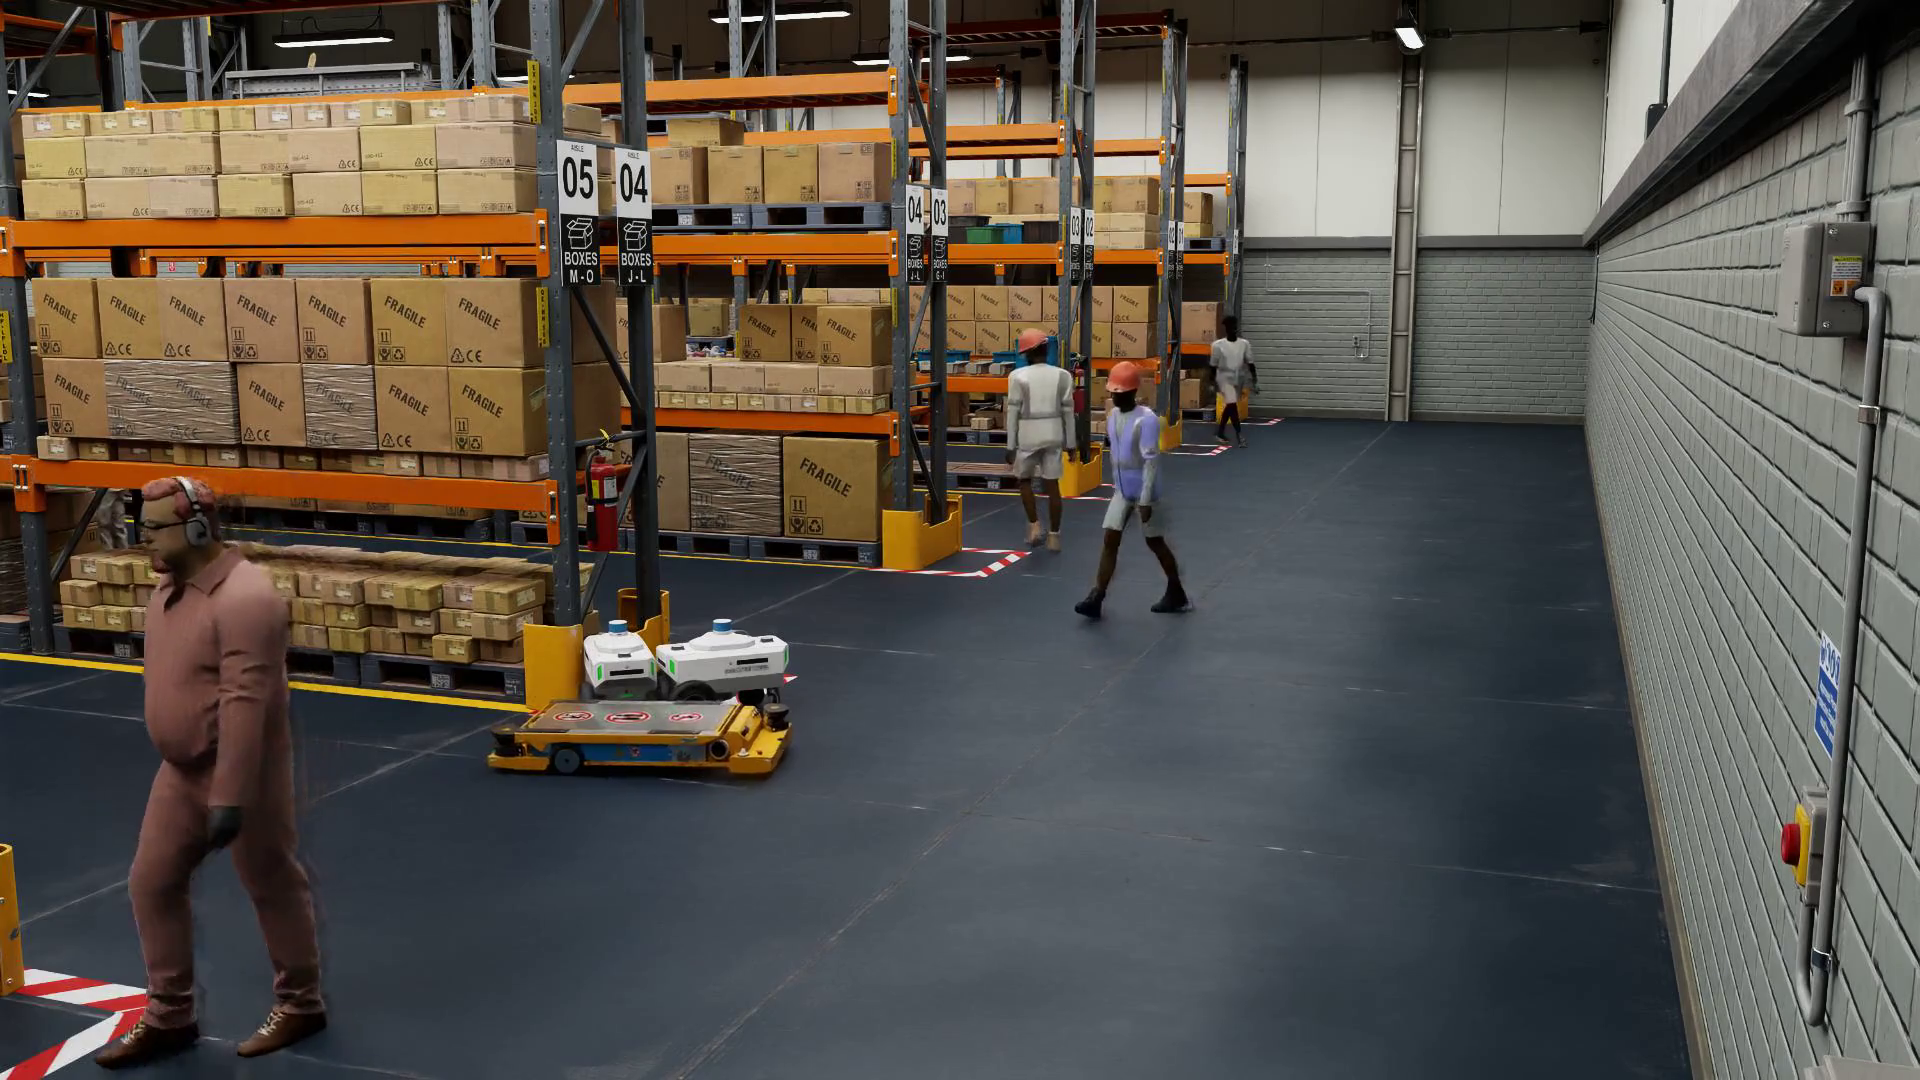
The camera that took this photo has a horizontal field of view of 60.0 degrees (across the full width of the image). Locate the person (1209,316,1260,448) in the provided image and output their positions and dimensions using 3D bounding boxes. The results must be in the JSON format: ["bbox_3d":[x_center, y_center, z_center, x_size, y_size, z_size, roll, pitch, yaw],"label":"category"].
[{"bbox_3d":[3.969,-2.313,24.223,0.716,1.902,1.024,-3,10,-17],"label":"person"}]

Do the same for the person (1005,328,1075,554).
[{"bbox_3d":[0.711,-0.892,14.973,0.675,2.005,0.669,-2,9,-13],"label":"person"}]

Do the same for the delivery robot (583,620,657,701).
[{"bbox_3d":[-1.912,0.693,9.327,0.477,0.478,0.707,-3,10,-18],"label":"delivery robot"}]

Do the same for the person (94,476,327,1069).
[{"bbox_3d":[-2.385,0.746,5.182,0.668,1.880,0.776,7,11,36],"label":"person"}]

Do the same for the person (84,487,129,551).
[{"bbox_3d":[-6.685,-0.382,12.984,0.317,1.635,0.519,-1,9,-7],"label":"person"}]

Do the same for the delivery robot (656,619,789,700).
[{"bbox_3d":[-1.332,0.688,9.360,0.707,0.478,0.477,-4,10,-23],"label":"delivery robot"}]

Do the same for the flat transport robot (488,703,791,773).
[{"bbox_3d":[-1.626,1.003,8.569,1.431,0.197,0.652,0,9,2],"label":"flat transport robot"}]

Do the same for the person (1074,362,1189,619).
[{"bbox_3d":[1.264,-0.357,12.065,1.021,1.874,0.587,-7,11,-36],"label":"person"}]

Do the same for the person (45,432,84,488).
[{"bbox_3d":[-8.356,-0.880,15.664,0.321,1.769,0.523,4,10,23],"label":"person"}]
